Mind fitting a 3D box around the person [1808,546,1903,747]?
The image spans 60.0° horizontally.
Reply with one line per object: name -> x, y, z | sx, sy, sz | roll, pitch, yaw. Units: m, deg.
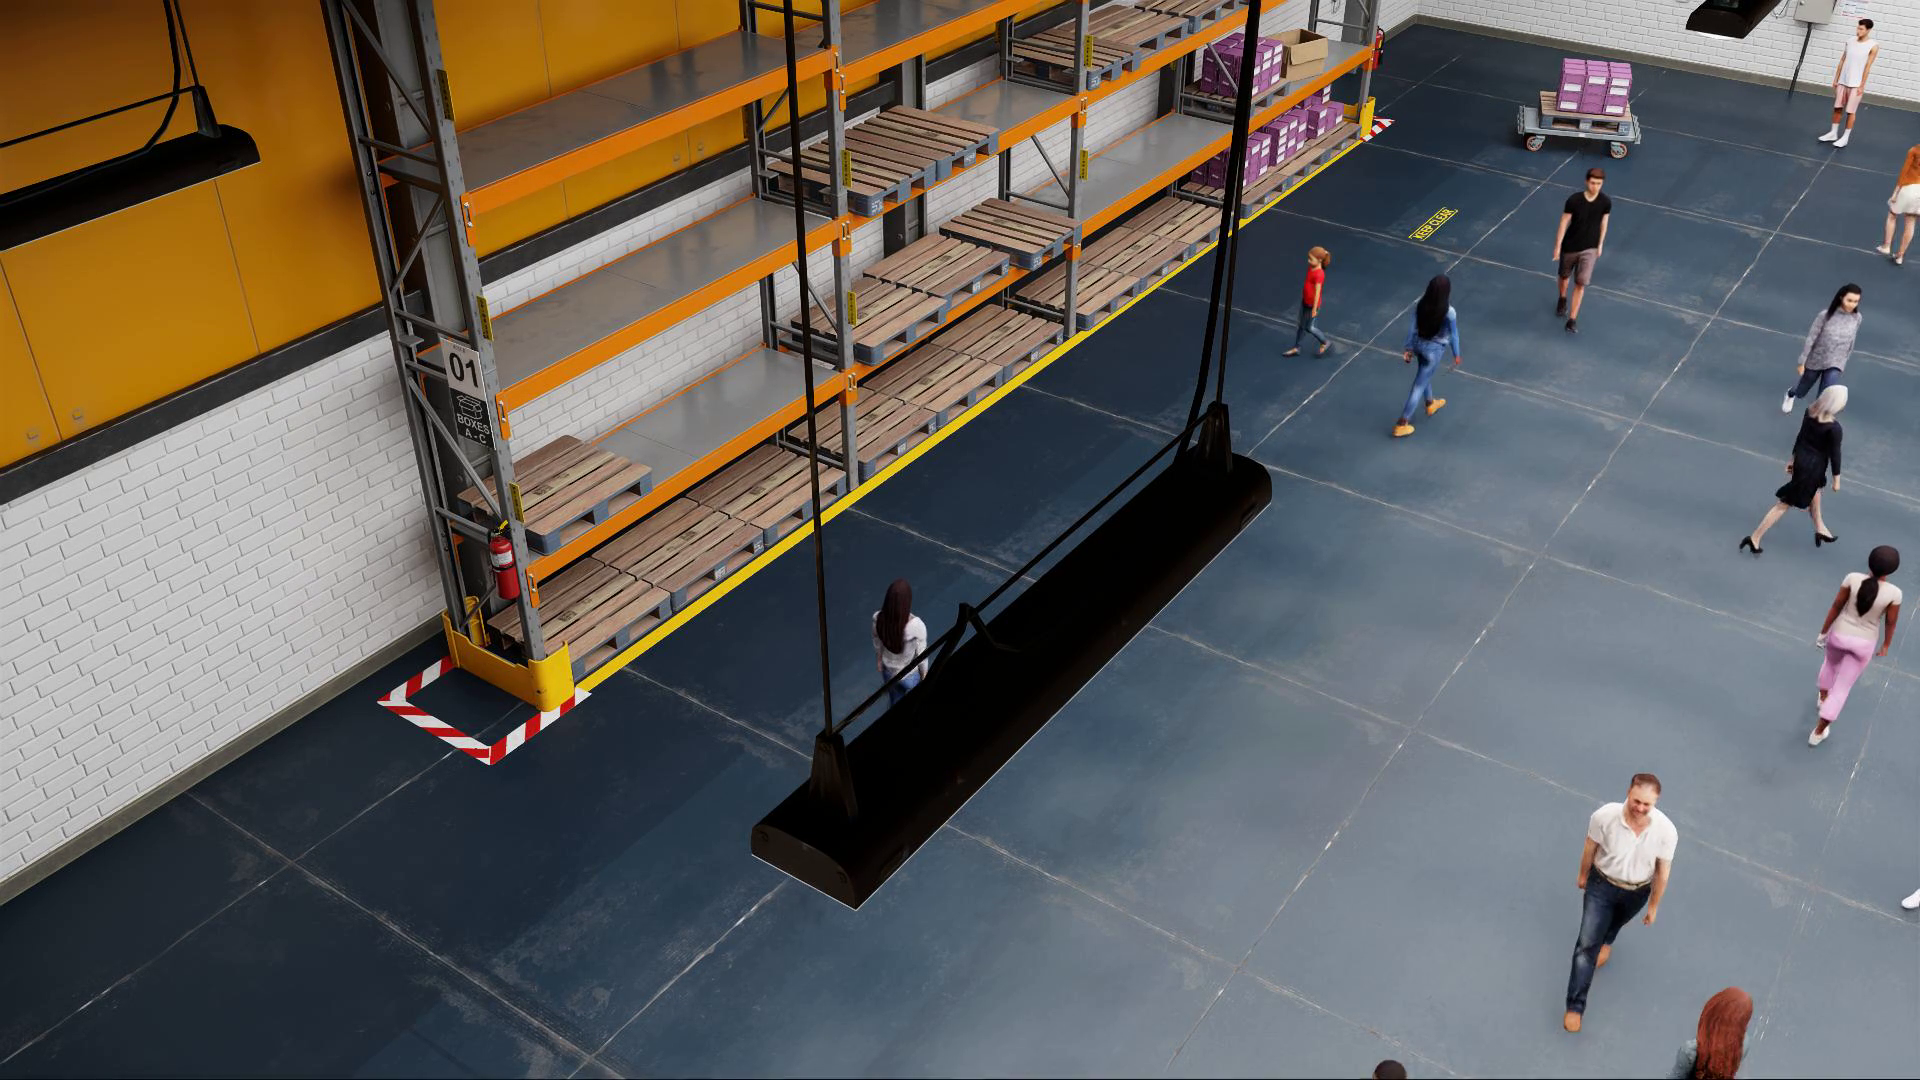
person -> 6.711, 0.825, 12.573 | 0.671, 1.716, 0.967 | 25, 41, 33

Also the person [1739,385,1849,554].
person -> 7.411, -0.562, 14.680 | 1.195, 1.693, 1.136 | -5, 34, -8

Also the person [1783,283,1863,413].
person -> 8.555, -1.780, 16.498 | 0.910, 1.709, 1.133 | 6, 34, 8

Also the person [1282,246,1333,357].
person -> 3.860, -2.572, 18.060 | 0.801, 1.299, 0.754 | -4, 34, -6

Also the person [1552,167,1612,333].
person -> 6.961, -3.319, 18.720 | 1.000, 1.812, 1.308 | 7, 34, 11

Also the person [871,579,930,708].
person -> -0.449, 1.036, 12.339 | 0.670, 1.622, 0.621 | 14, 36, 20

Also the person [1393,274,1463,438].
person -> 4.588, -1.792, 16.548 | 1.162, 1.674, 0.844 | -22, 39, -29

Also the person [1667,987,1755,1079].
person -> 3.965, 3.163, 9.067 | 0.791, 1.703, 0.888 | -16, 37, -22

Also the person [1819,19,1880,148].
person -> 12.620, -6.473, 23.495 | 0.737, 1.779, 0.736 | -17, 37, -24

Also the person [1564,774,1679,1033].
person -> 4.196, 2.140, 10.520 | 0.823, 1.798, 1.309 | 15, 36, 21

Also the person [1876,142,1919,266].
person -> 11.525, -4.147, 20.066 | 0.759, 1.701, 0.802 | 7, 34, 10
